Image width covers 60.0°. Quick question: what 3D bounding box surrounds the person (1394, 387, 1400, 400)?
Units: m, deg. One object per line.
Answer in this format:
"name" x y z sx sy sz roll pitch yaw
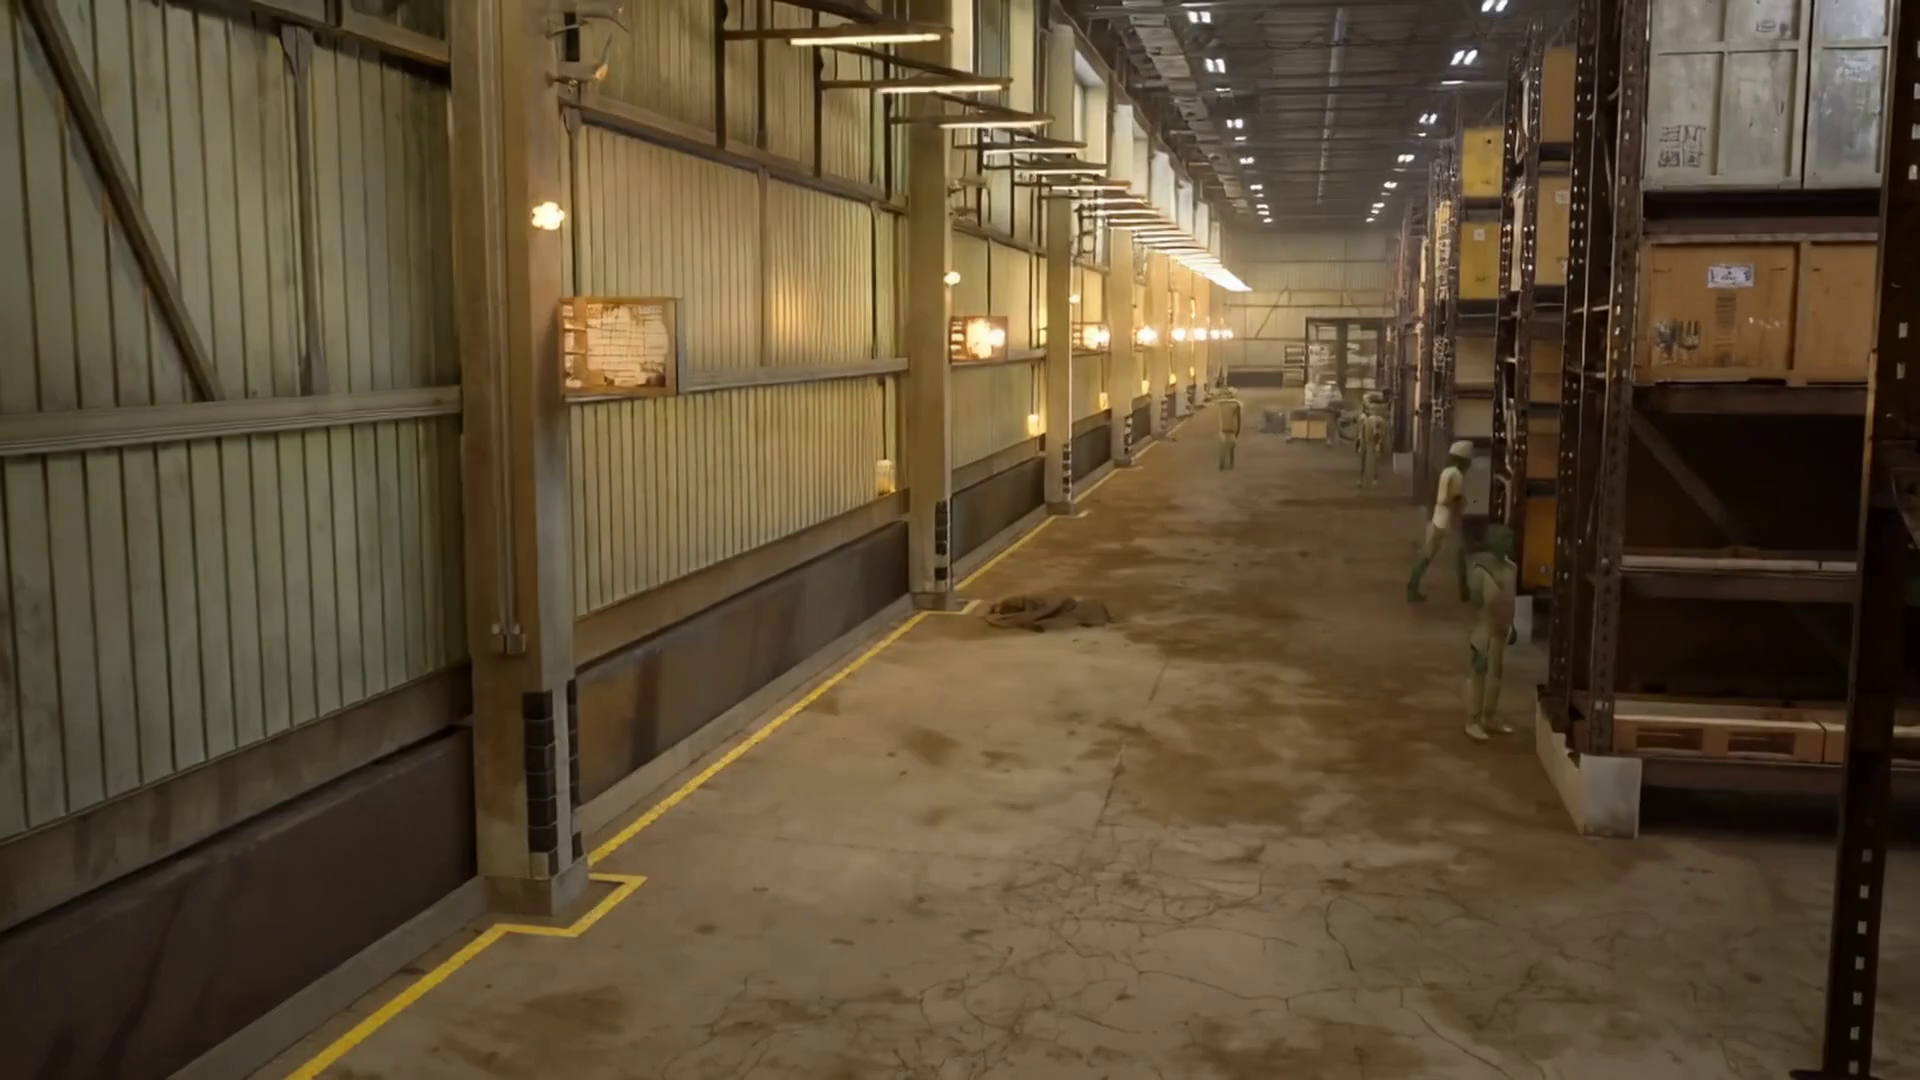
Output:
"person" 12.409 -3.599 46.766 0.346 1.735 0.485 -5 9 -37

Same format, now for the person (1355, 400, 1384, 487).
"person" 8.204 -1.936 33.355 0.563 1.753 0.327 1 7 11

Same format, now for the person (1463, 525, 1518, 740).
"person" 4.072 0.699 12.736 0.525 1.635 0.315 -5 9 -34

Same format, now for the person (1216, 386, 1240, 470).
"person" 6.020 -2.520 37.443 0.550 1.913 0.866 2 7 18

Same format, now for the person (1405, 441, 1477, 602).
"person" 5.570 -0.204 19.059 1.017 1.873 0.659 -1 7 -9
